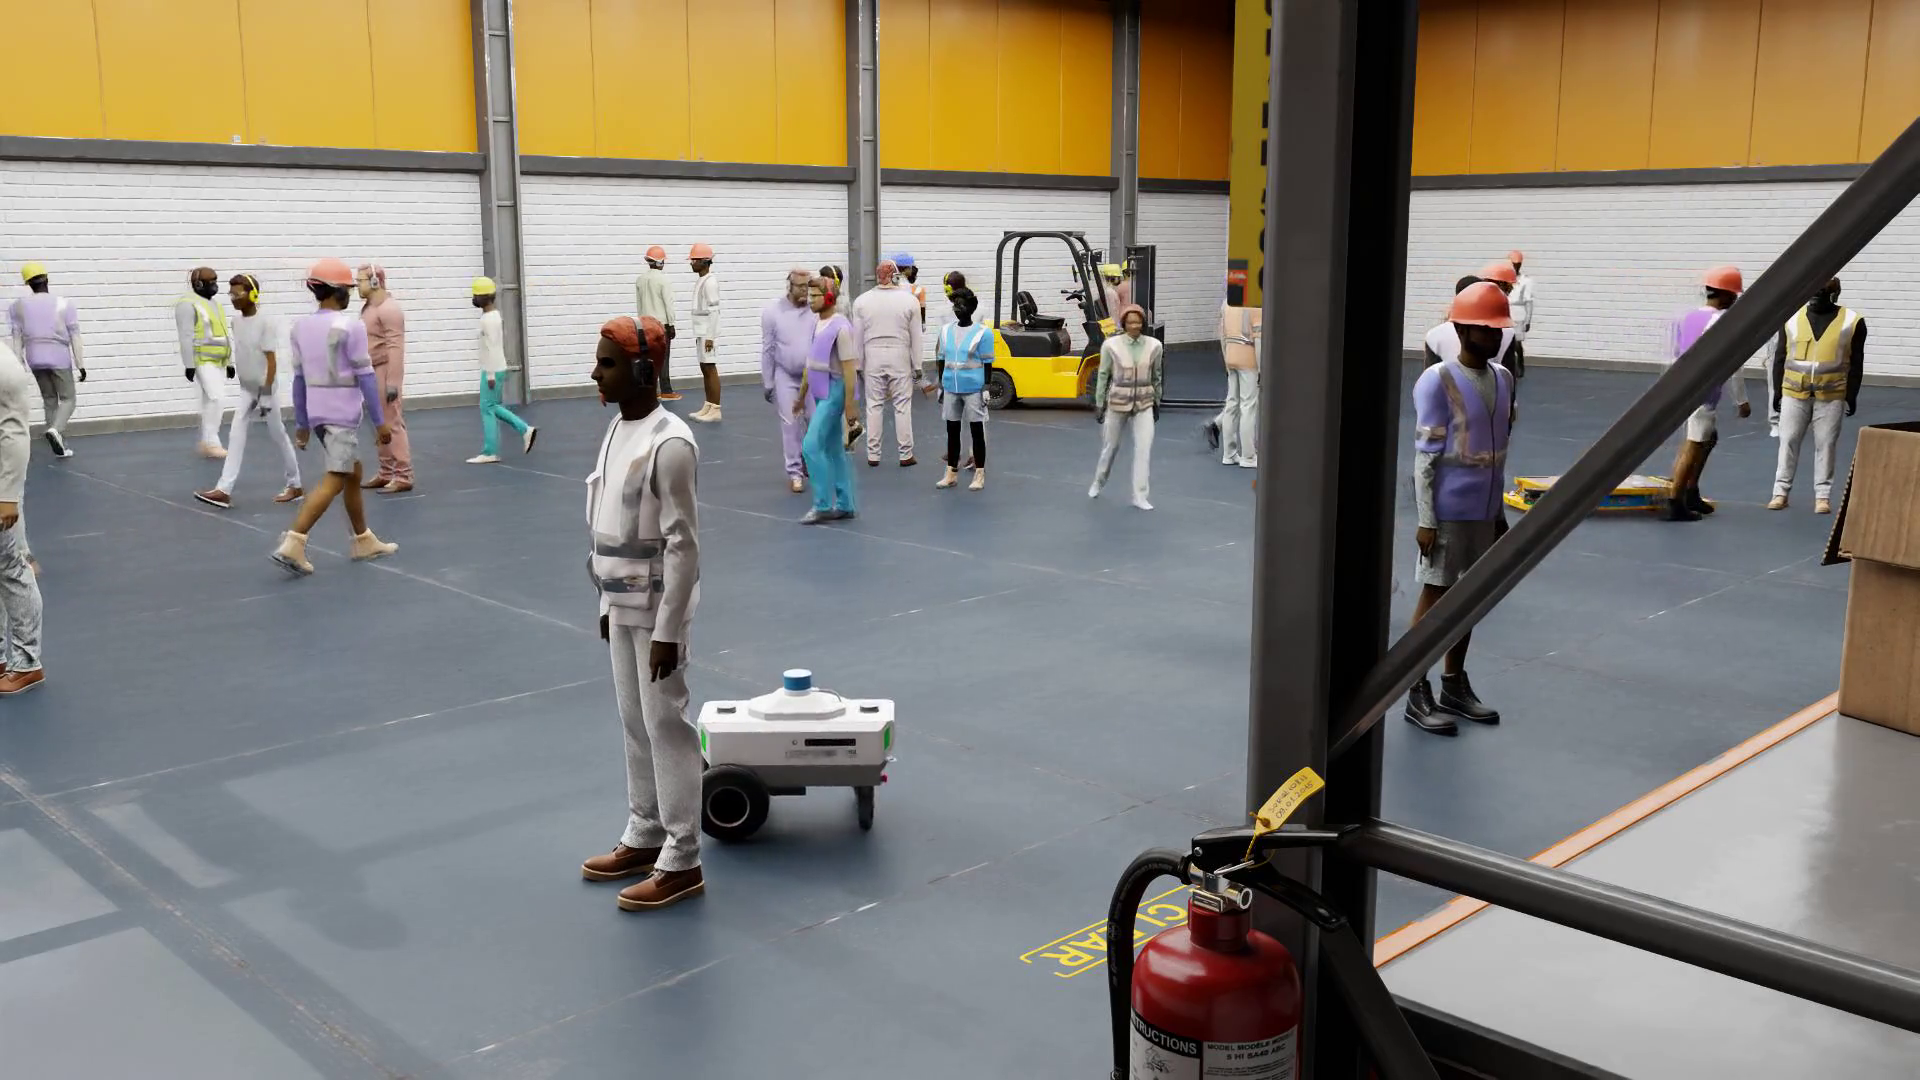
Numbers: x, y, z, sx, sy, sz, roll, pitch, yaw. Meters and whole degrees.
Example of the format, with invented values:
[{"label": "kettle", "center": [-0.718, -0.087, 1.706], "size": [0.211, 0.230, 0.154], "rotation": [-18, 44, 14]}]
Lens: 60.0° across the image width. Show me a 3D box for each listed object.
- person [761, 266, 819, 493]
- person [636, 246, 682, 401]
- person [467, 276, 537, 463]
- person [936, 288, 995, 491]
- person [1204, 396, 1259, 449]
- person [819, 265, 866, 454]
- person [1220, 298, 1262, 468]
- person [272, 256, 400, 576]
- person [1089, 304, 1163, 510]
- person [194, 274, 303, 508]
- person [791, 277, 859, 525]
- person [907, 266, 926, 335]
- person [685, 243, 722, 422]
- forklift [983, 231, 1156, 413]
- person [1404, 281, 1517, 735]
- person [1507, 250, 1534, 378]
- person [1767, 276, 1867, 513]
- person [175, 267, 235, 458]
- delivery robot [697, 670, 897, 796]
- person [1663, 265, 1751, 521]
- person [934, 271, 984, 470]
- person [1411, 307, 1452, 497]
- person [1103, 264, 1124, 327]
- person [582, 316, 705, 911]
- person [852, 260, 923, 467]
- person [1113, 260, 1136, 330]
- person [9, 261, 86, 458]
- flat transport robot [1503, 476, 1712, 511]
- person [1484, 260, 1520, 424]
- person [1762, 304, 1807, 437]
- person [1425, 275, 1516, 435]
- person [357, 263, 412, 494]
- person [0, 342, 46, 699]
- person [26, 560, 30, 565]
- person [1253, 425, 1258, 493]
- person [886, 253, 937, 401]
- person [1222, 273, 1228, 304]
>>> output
[{"label": "person", "center": [-1.357, -1.361, 13.999], "size": [0.642, 1.884, 0.606], "rotation": [-3, 11, -15]}, {"label": "person", "center": [-3.915, -2.798, 21.527], "size": [0.609, 1.995, 0.376], "rotation": [7, 12, 33]}, {"label": "person", "center": [-4.342, -1.592, 15.597], "size": [0.570, 1.750, 0.540], "rotation": [-2, 11, -11]}, {"label": "person", "center": [0.036, -1.260, 13.950], "size": [0.532, 1.697, 0.319], "rotation": [5, 12, 27]}, {"label": "person", "center": [2.835, -1.720, 16.197], "size": [0.799, 1.797, 0.609], "rotation": [0, 10, 0]}, {"label": "person", "center": [-1.193, -1.738, 16.142], "size": [0.413, 1.847, 0.553], "rotation": [-2, 11, -13]}, {"label": "person", "center": [2.627, -1.621, 15.293], "size": [0.366, 1.927, 0.585], "rotation": [-6, 12, -28]}, {"label": "person", "center": [-4.033, -0.790, 10.575], "size": [0.611, 2.009, 0.989], "rotation": [7, 13, 34]}, {"label": "person", "center": [1.306, -1.065, 13.140], "size": [0.547, 1.610, 0.692], "rotation": [-2, 11, -10]}, {"label": "person", "center": [-5.572, -1.153, 13.025], "size": [0.554, 1.818, 0.957], "rotation": [5, 12, 27]}, {"label": "person", "center": [-1.056, -1.026, 12.334], "size": [0.652, 1.823, 0.577], "rotation": [-4, 11, -20]}, {"label": "person", "center": [-0.737, -3.208, 24.603], "size": [0.532, 1.690, 0.322], "rotation": [4, 11, 23]}, {"label": "person", "center": [-2.936, -2.370, 19.061], "size": [0.374, 2.043, 0.614], "rotation": [-4, 11, -21]}, {"label": "forklift", "center": [1.222, -2.721, 20.561], "size": [2.313, 2.155, 1.214], "rotation": [2, 11, 13]}, {"label": "person", "center": [2.186, -0.135, 7.160], "size": [0.549, 1.936, 0.377], "rotation": [-7, 12, -32]}, {"label": "person", "center": [7.990, -3.220, 24.007], "size": [0.543, 1.926, 0.585], "rotation": [6, 12, 31]}, {"label": "person", "center": [6.596, -1.125, 12.831], "size": [0.624, 1.841, 0.430], "rotation": [7, 12, 33]}, {"label": "person", "center": [-7.139, -1.686, 15.906], "size": [0.521, 1.829, 0.653], "rotation": [1, 10, 5]}, {"label": "delivery robot", "center": [-0.585, 0.715, 6.043], "size": [0.707, 0.478, 0.477], "rotation": [0, 10, -2]}, {"label": "person", "center": [5.573, -1.074, 12.359], "size": [0.645, 1.907, 0.551], "rotation": [-1, 10, -7]}, {"label": "person", "center": [0.010, -1.560, 15.287], "size": [0.524, 1.819, 0.976], "rotation": [-3, 11, -16]}, {"label": "person", "center": [3.866, -1.074, 13.178], "size": [0.705, 1.613, 0.515], "rotation": [-5, 12, -27]}, {"label": "person", "center": [2.012, -2.791, 22.170], "size": [0.381, 1.754, 0.525], "rotation": [-2, 11, -13]}, {"label": "person", "center": [-1.015, 0.231, 5.318], "size": [0.355, 1.882, 0.575], "rotation": [-7, 12, -32]}, {"label": "person", "center": [-0.657, -1.624, 15.376], "size": [0.652, 1.903, 0.404], "rotation": [1, 10, 5]}, {"label": "person", "center": [2.485, -3.260, 24.671], "size": [0.532, 1.768, 0.311], "rotation": [-3, 11, -17]}, {"label": "person", "center": [-8.640, -1.686, 15.755], "size": [0.609, 1.887, 0.600], "rotation": [-2, 11, -10]}, {"label": "flat transport robot", "center": [4.990, -0.357, 12.923], "size": [1.431, 0.197, 0.652], "rotation": [-1, 10, -4]}, {"label": "person", "center": [4.548, -1.425, 14.241], "size": [0.410, 1.919, 0.569], "rotation": [-3, 11, -17]}, {"label": "person", "center": [8.676, -1.906, 17.433], "size": [0.494, 1.721, 0.719], "rotation": [4, 11, 21]}, {"label": "person", "center": [3.422, -0.839, 11.207], "size": [0.595, 1.874, 1.010], "rotation": [4, 11, 19]}, {"label": "person", "center": [-4.835, -1.342, 13.830], "size": [0.403, 1.906, 0.651], "rotation": [-8, 13, -36]}, {"label": "person", "center": [-4.544, -0.236, 7.710], "size": [0.632, 1.940, 0.372], "rotation": [6, 12, 28]}, {"label": "person", "center": [-6.318, -0.652, 10.301], "size": [1.001, 1.839, 0.567], "rotation": [-1, 10, -7]}, {"label": "person", "center": [1.895, -0.432, 8.716], "size": [0.654, 1.964, 0.726], "rotation": [8, 13, 36]}, {"label": "person", "center": [-0.680, -2.752, 21.527], "size": [1.008, 1.894, 0.643], "rotation": [-3, 11, -18]}, {"label": "person", "center": [4.401, -3.534, 25.846], "size": [0.642, 1.897, 1.012], "rotation": [1, 10, 6]}]
